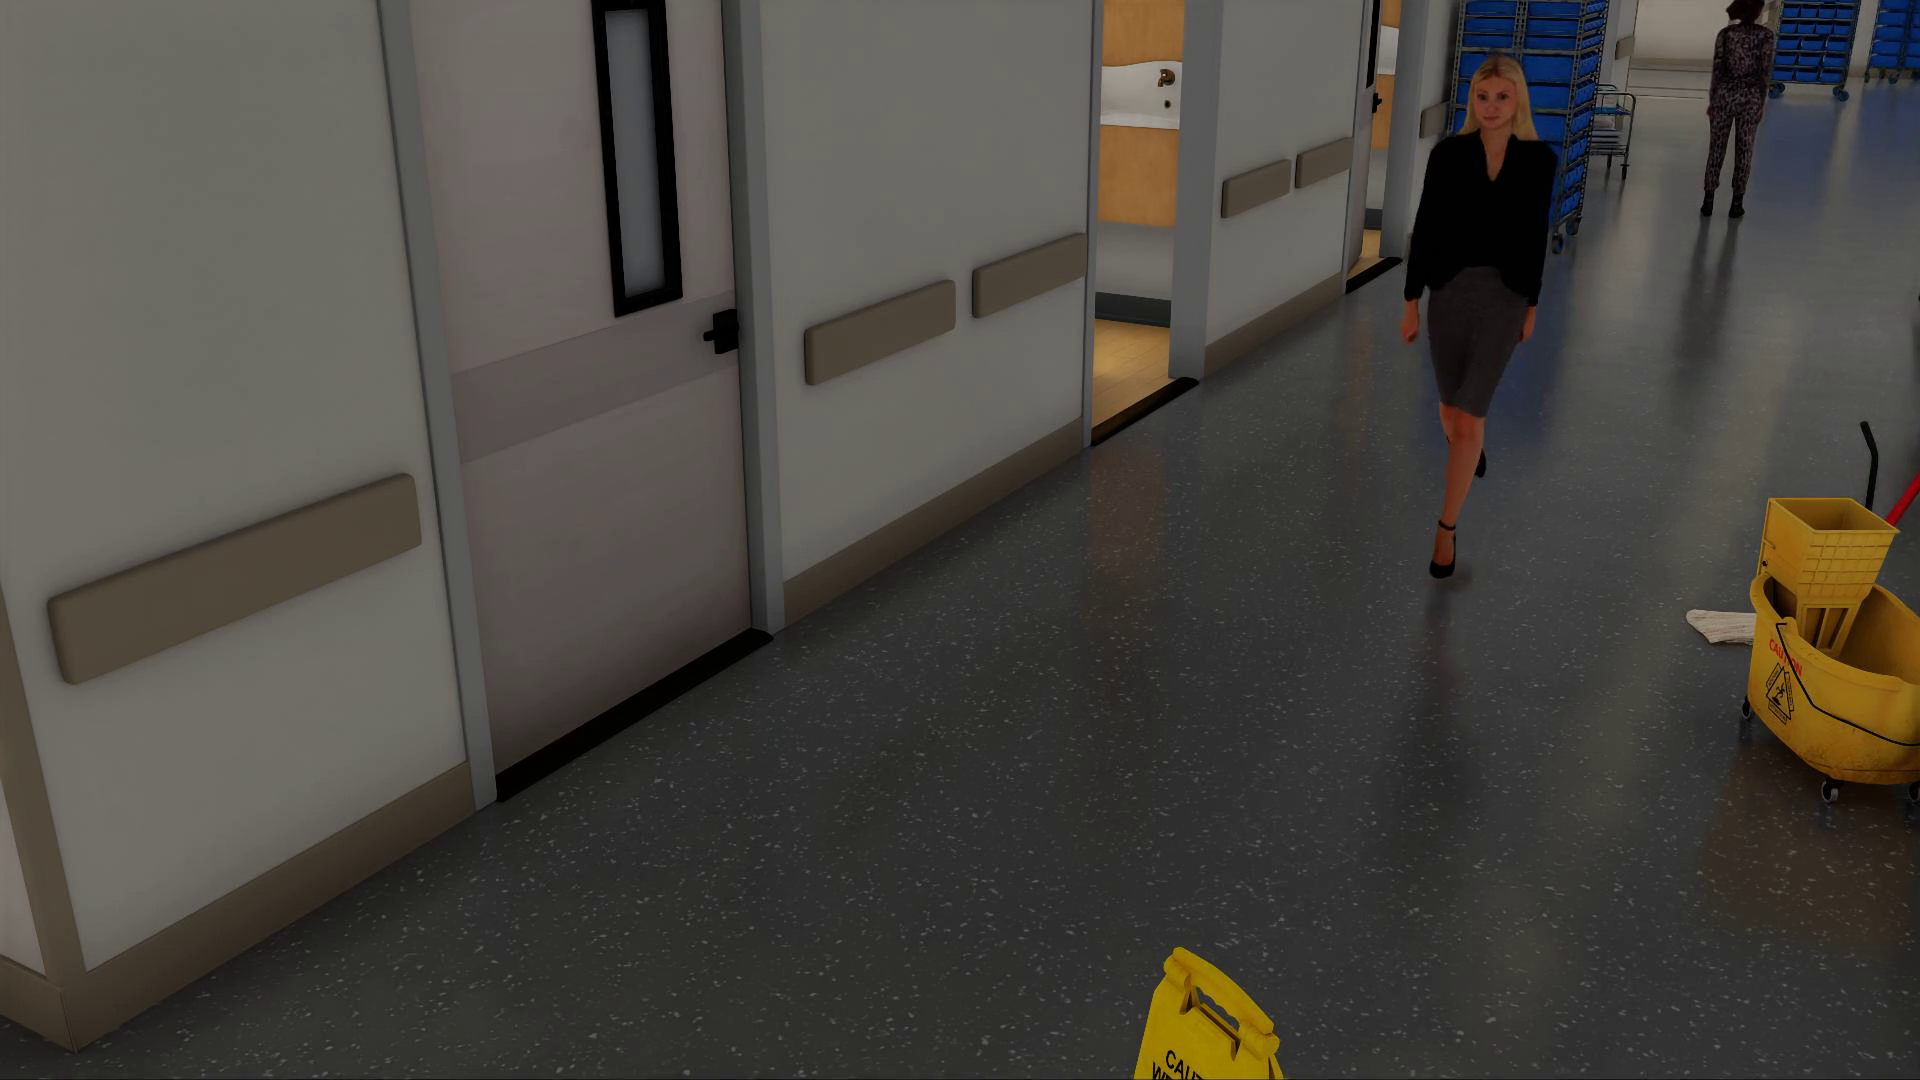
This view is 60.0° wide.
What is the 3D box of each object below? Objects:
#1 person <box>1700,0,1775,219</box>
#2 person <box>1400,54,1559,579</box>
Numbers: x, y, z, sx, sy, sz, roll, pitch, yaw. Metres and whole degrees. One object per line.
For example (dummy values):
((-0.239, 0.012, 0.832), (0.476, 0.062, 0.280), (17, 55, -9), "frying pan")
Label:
((6.037, -3.391, 12.939), (0.560, 1.716, 0.517), (12, 24, 28), "person")
((1.855, -0.784, 5.945), (0.750, 1.794, 1.195), (7, 22, 18), "person")
